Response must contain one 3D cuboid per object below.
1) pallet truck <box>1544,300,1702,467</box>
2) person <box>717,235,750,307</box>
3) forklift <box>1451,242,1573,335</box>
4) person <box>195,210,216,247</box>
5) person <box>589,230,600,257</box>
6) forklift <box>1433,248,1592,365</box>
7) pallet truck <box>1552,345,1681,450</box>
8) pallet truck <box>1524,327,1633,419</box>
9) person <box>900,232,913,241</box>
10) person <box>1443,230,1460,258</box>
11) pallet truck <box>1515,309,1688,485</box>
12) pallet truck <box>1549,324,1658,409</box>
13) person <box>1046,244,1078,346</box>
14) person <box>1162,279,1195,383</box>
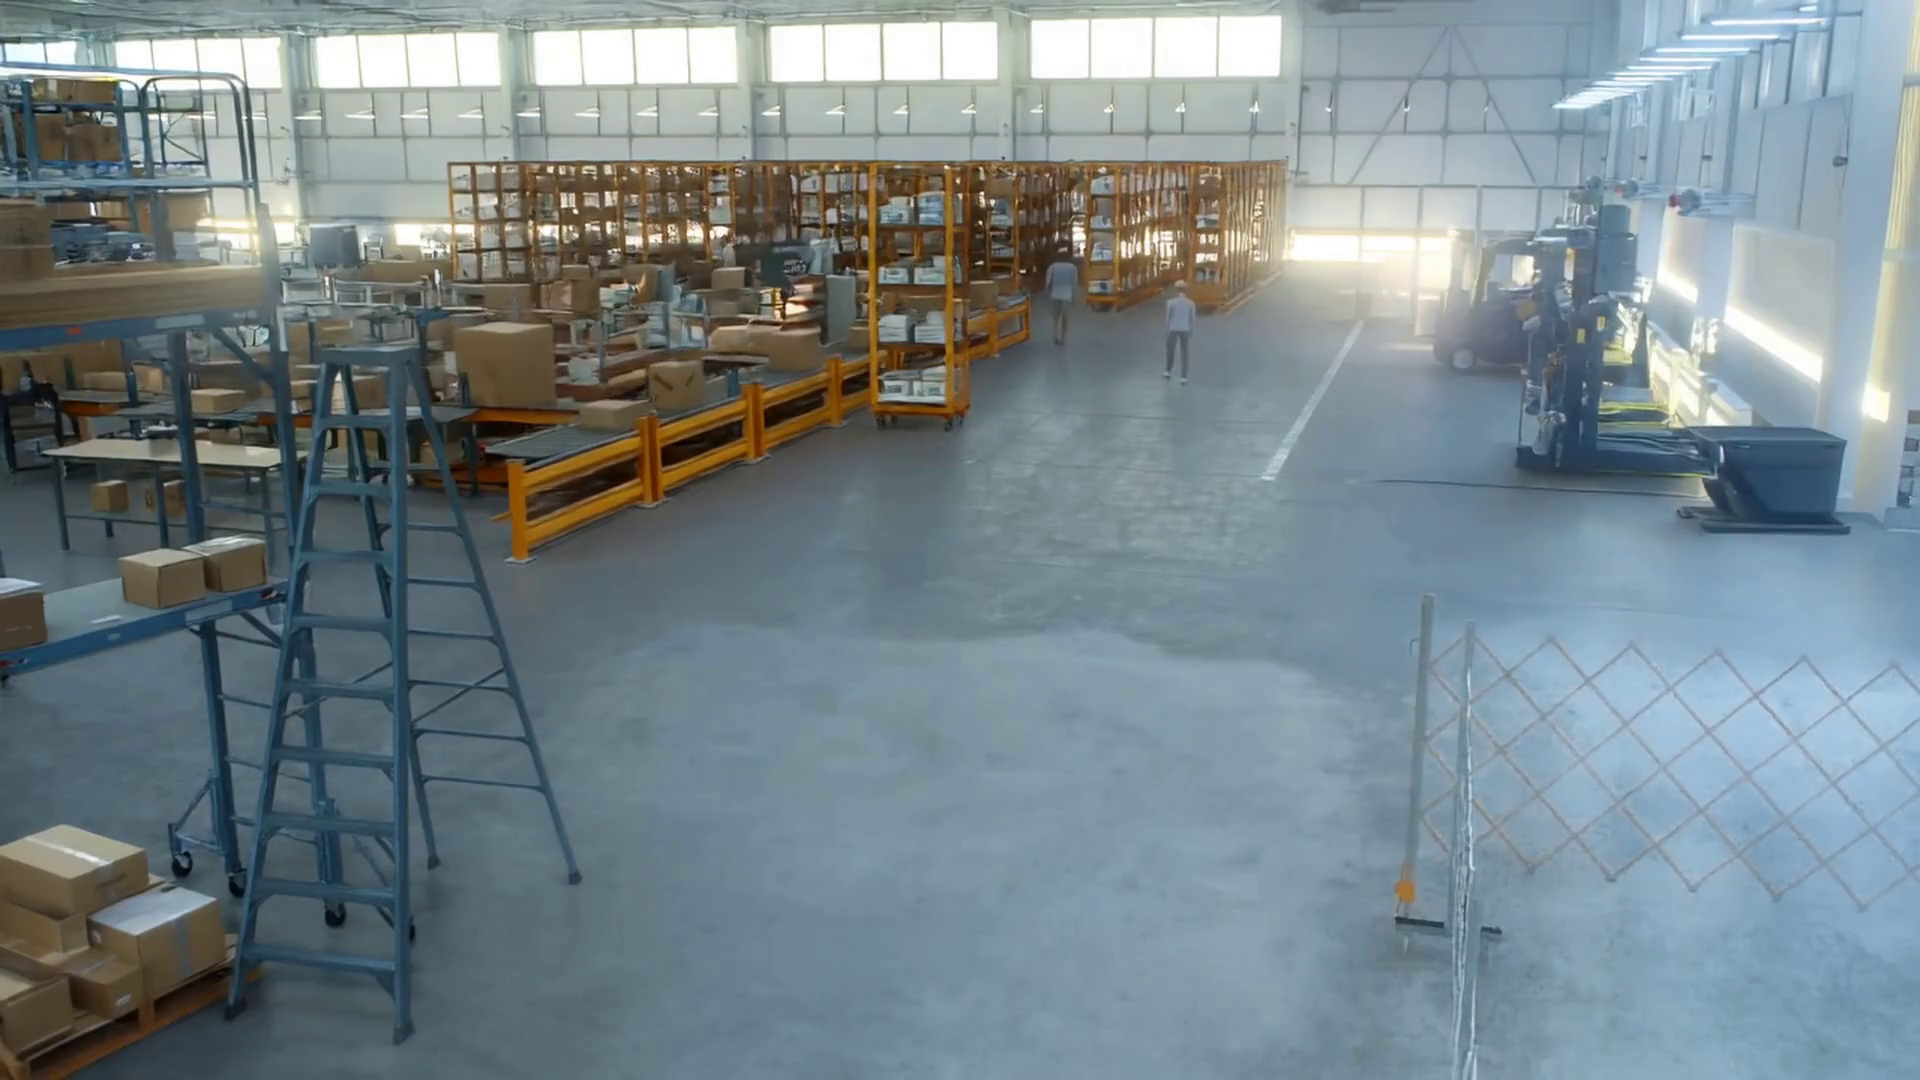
[{"bbox_3d":[8.263,-1.952,20.631,1.885,1.965,0.823,5,14,20],"label":"pallet truck"},{"bbox_3d":[-5.767,-6.741,41.760,0.967,1.803,0.574,3,13,14],"label":"person"},{"bbox_3d":[10.464,-4.597,31.405,2.680,1.987,1.157,4,14,16],"label":"forklift"},{"bbox_3d":[-24.875,-9.881,54.883,0.379,1.996,0.609,9,16,34],"label":"person"},{"bbox_3d":[-13.643,-11.504,62.502,0.876,1.704,0.580,3,13,12],"label":"person"},{"bbox_3d":[9.780,-4.111,29.280,2.680,1.987,1.157,3,13,14],"label":"forklift"},{"bbox_3d":[8.641,-1.896,21.908,1.630,1.274,0.653,4,14,16],"label":"pallet truck"},{"bbox_3d":[9.065,-2.460,24.370,1.522,1.261,0.704,3,13,14],"label":"pallet truck"},{"bbox_3d":[-1.442,-7.753,46.178,0.604,1.783,0.949,4,14,16],"label":"person"},{"bbox_3d":[12.165,-6.790,41.638,0.676,1.951,0.656,0,13,1],"label":"person"},{"bbox_3d":[7.554,-1.677,19.446,1.885,1.965,0.823,3,13,14],"label":"pallet truck"},{"bbox_3d":[9.824,-2.669,25.407,1.601,1.201,0.680,4,14,16],"label":"pallet truck"},{"bbox_3d":[2.039,-4.871,33.167,0.627,2.026,0.458,2,13,8],"label":"person"},{"bbox_3d":[3.685,-3.530,28.026,0.542,1.717,0.924,-2,13,-8],"label":"person"}]
